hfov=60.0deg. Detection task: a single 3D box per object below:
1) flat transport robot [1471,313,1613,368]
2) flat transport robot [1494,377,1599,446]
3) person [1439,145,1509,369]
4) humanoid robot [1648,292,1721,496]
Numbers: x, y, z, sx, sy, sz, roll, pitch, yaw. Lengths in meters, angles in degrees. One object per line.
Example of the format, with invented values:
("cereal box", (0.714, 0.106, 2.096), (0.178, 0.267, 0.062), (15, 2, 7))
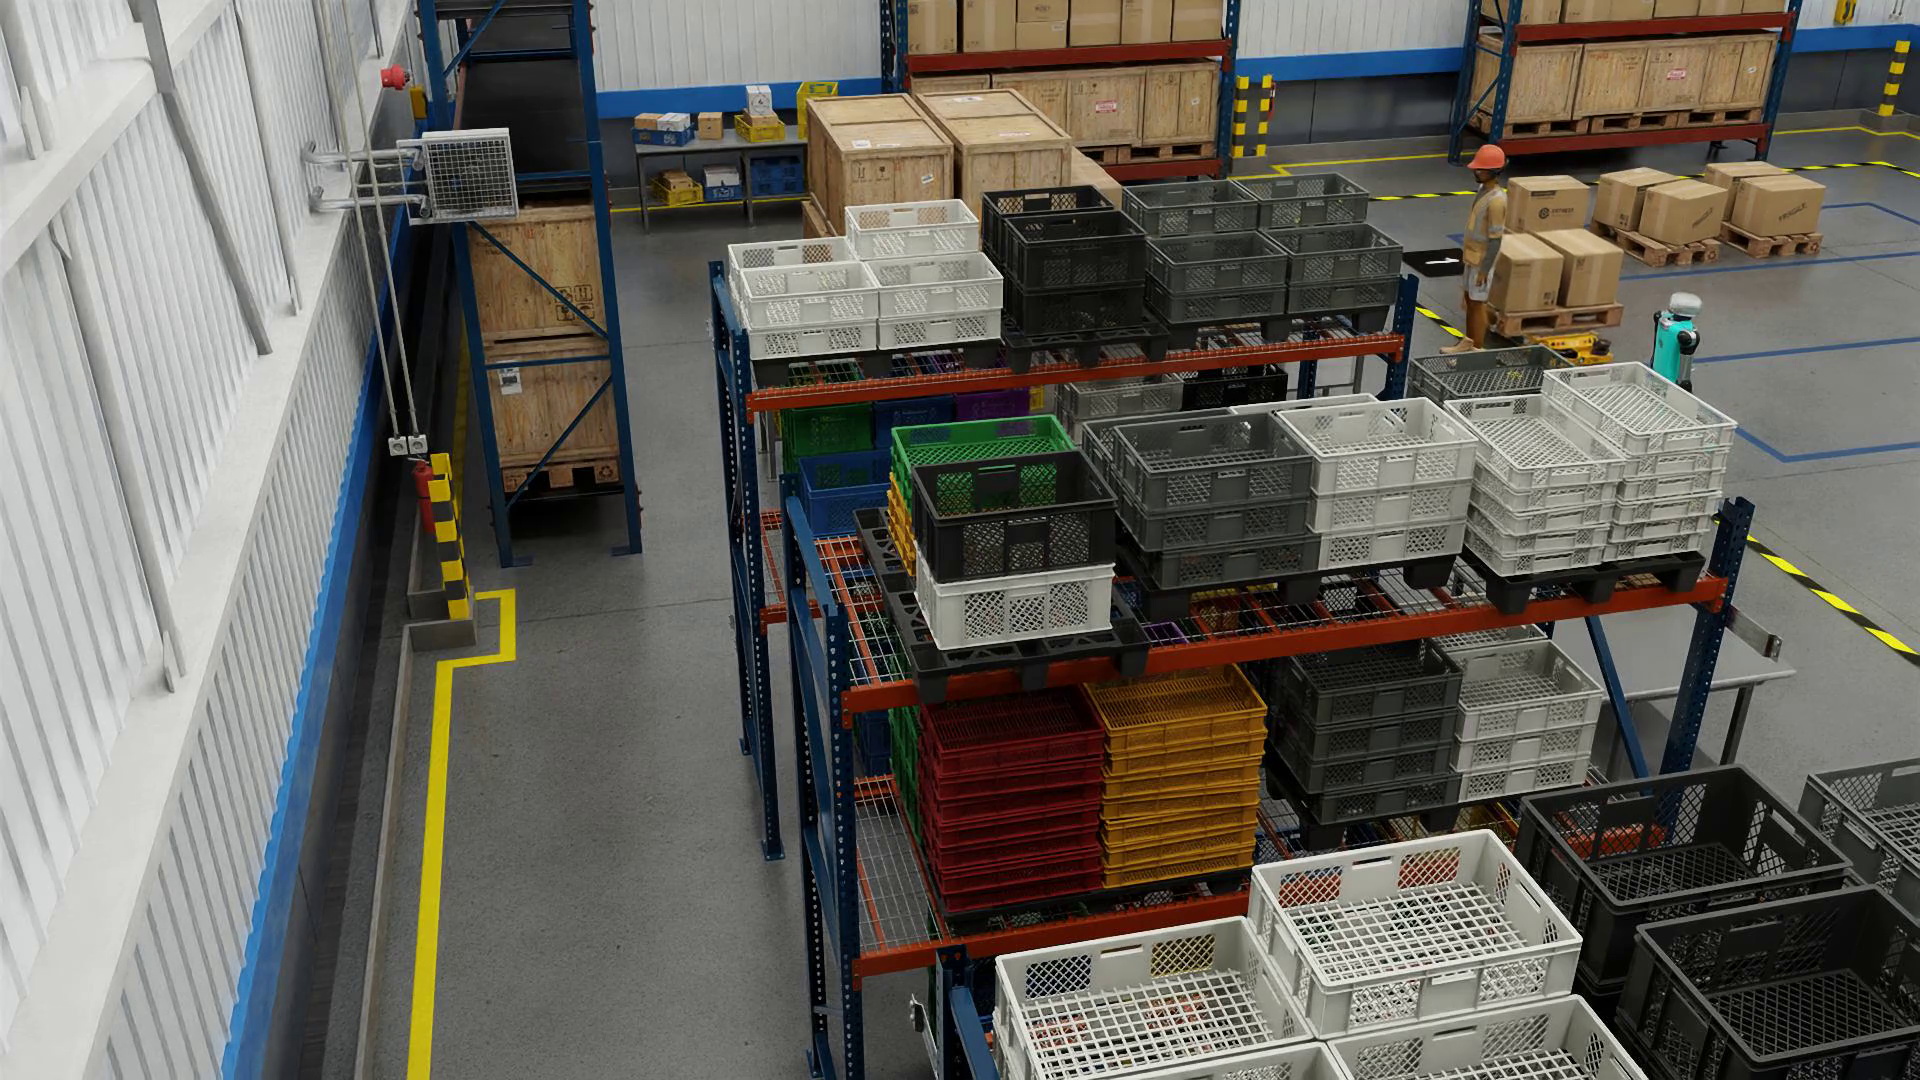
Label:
("flat transport robot", (5.524, -2.003, 15.817), (0.652, 0.197, 1.431), (-6, 28, -12))
("flat transport robot", (4.780, -1.036, 14.013), (0.659, 0.231, 1.431), (-6, 28, -12))
("person", (4.643, -2.538, 14.963), (0.379, 2.039, 0.615), (2, 28, 3))
("humanoid robot", (5.390, -1.005, 12.234), (0.735, 1.677, 0.533), (-2, 28, -3))
